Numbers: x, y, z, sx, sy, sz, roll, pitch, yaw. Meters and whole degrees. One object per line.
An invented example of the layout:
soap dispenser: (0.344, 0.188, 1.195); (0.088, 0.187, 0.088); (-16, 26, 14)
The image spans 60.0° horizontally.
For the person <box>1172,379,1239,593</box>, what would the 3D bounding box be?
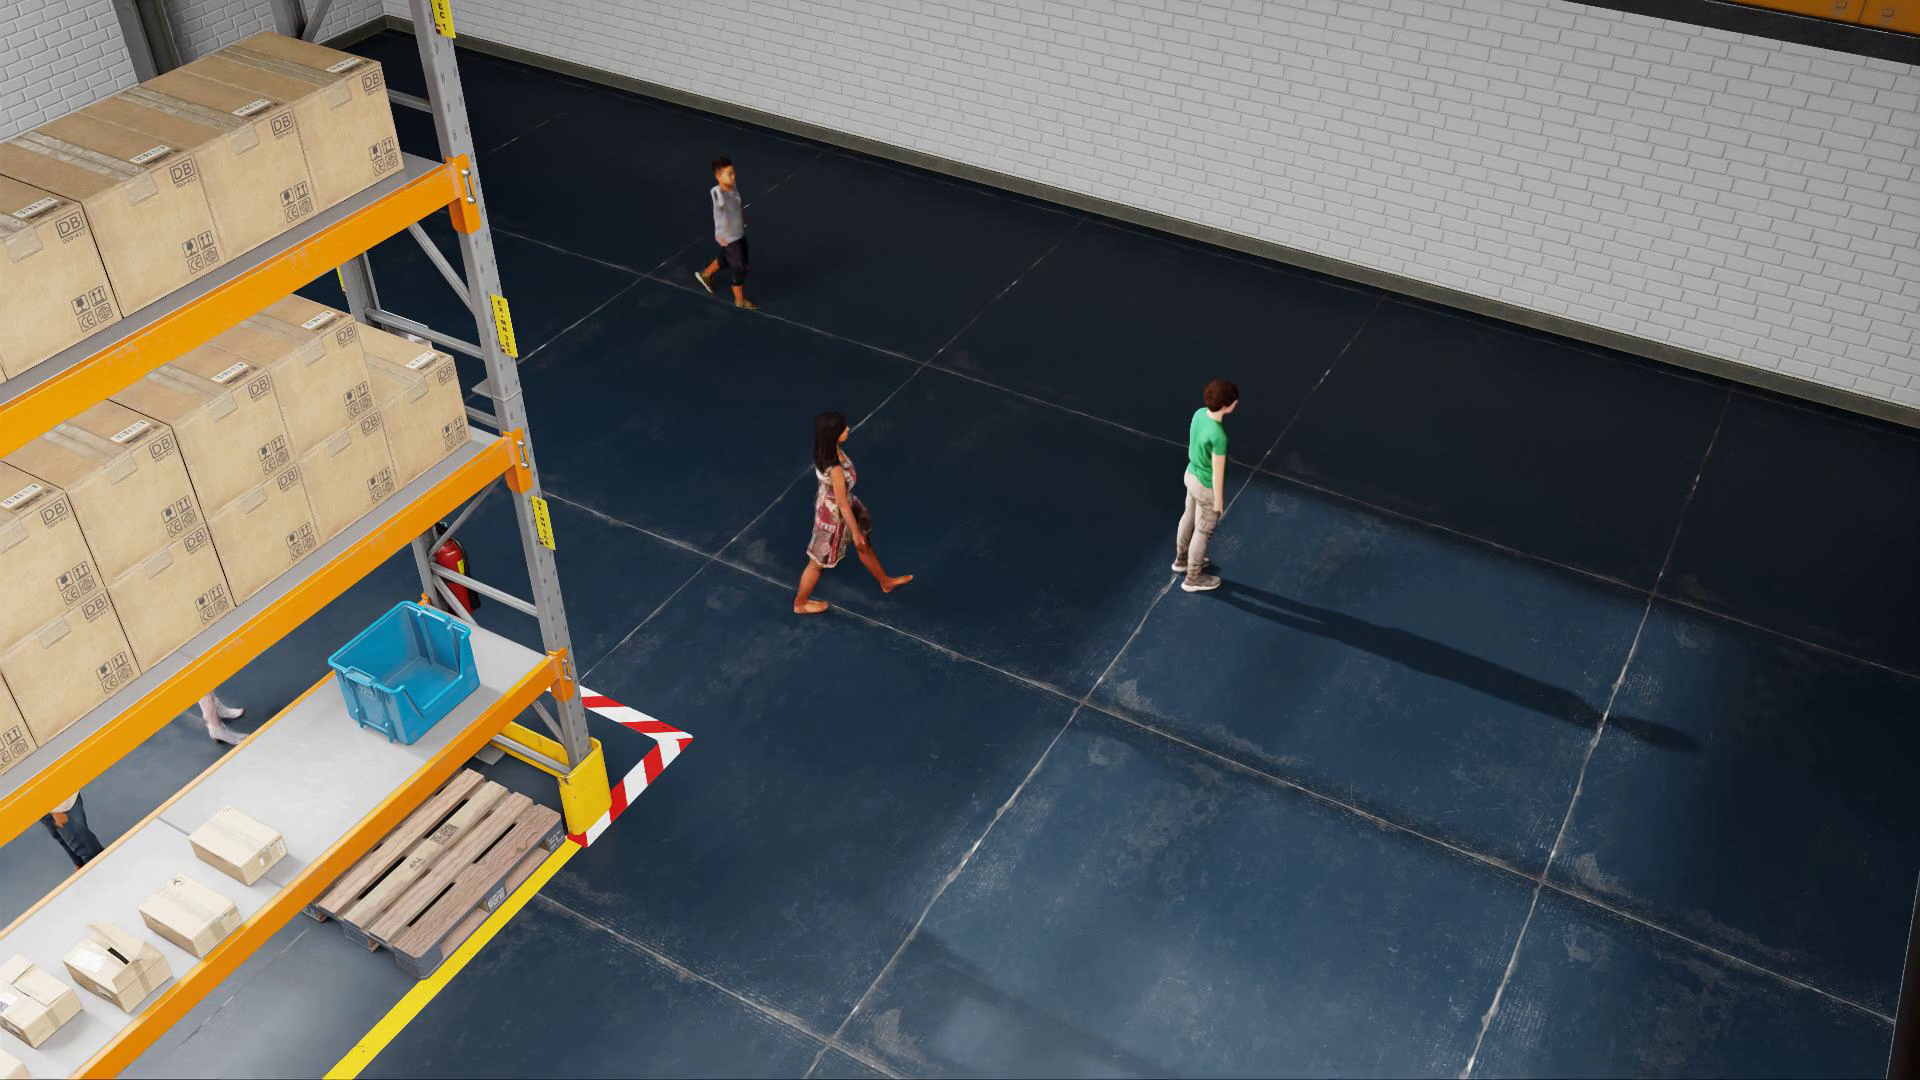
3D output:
person: (1.666, -0.386, 11.391); (0.711, 1.649, 0.645); (-8, 39, -10)

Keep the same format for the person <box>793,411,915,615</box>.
person: (-0.918, -0.126, 11.107); (1.136, 1.599, 1.092); (-8, 39, -10)

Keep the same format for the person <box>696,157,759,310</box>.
person: (-2.061, -2.728, 14.489); (0.743, 1.443, 0.844); (12, 40, 15)
